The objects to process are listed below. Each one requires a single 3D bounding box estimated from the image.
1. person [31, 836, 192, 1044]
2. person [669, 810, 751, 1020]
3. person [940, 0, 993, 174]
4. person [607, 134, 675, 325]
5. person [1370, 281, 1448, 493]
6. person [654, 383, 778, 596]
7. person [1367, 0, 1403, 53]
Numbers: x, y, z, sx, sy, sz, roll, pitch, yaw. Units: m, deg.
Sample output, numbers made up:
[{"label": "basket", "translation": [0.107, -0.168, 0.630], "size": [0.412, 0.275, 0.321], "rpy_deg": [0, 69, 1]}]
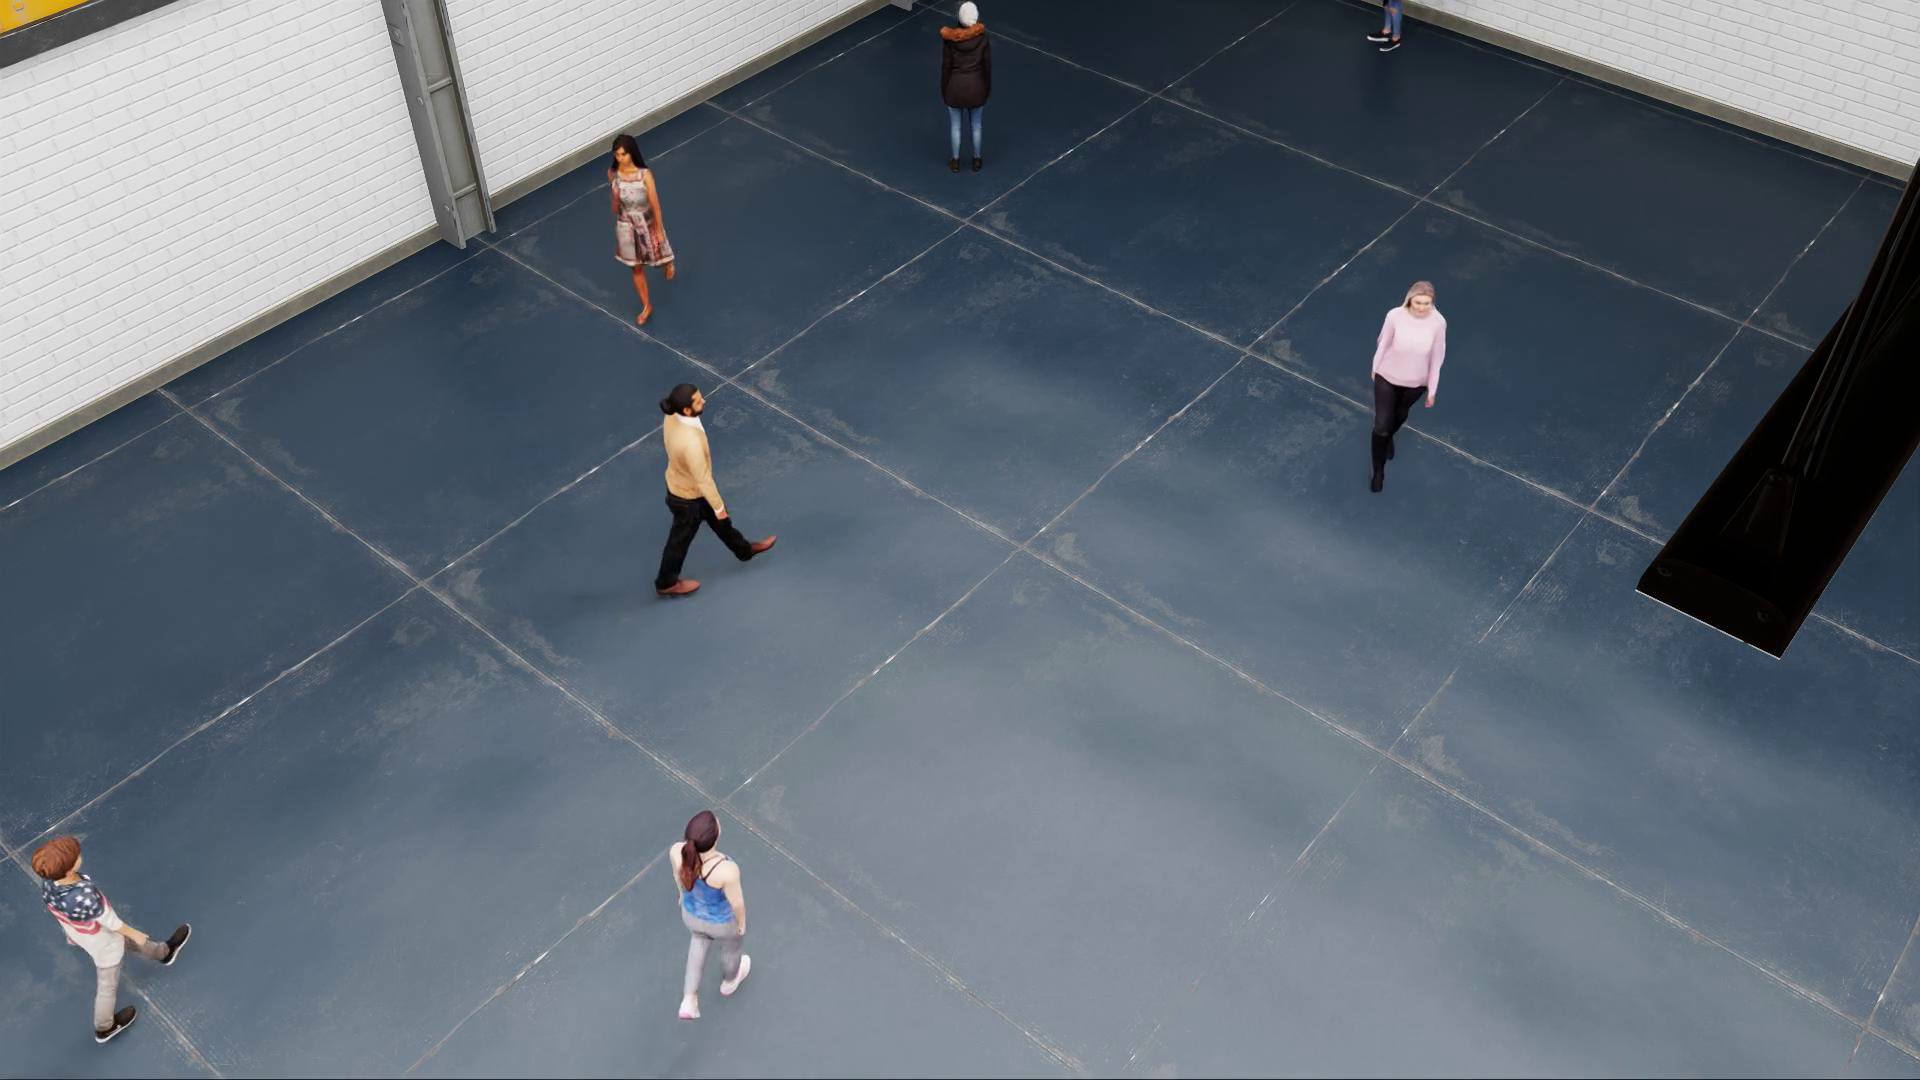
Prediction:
[{"label": "person", "translation": [-4.593, 2.116, 8.763], "size": [0.660, 1.402, 1.002], "rpy_deg": [21, 47, 21]}, {"label": "person", "translation": [-1.340, 2.002, 8.737], "size": [0.723, 1.602, 0.897], "rpy_deg": [16, 46, 16]}, {"label": "person", "translation": [0.053, -4.119, 15.140], "size": [0.735, 1.633, 0.790], "rpy_deg": [-5, 44, -5]}, {"label": "person", "translation": [-2.572, -2.594, 13.539], "size": [0.899, 1.634, 1.053], "rpy_deg": [10, 44, 10]}, {"label": "person", "translation": [3.223, -1.228, 12.093], "size": [0.935, 1.650, 1.110], "rpy_deg": [6, 44, 6]}, {"label": "person", "translation": [-1.873, -0.293, 11.072], "size": [1.243, 1.705, 1.070], "rpy_deg": [-12, 45, -13]}, {"label": "person", "translation": [4.480, -5.825, 16.893], "size": [0.756, 1.686, 0.719], "rpy_deg": [-8, 44, -8]}]
